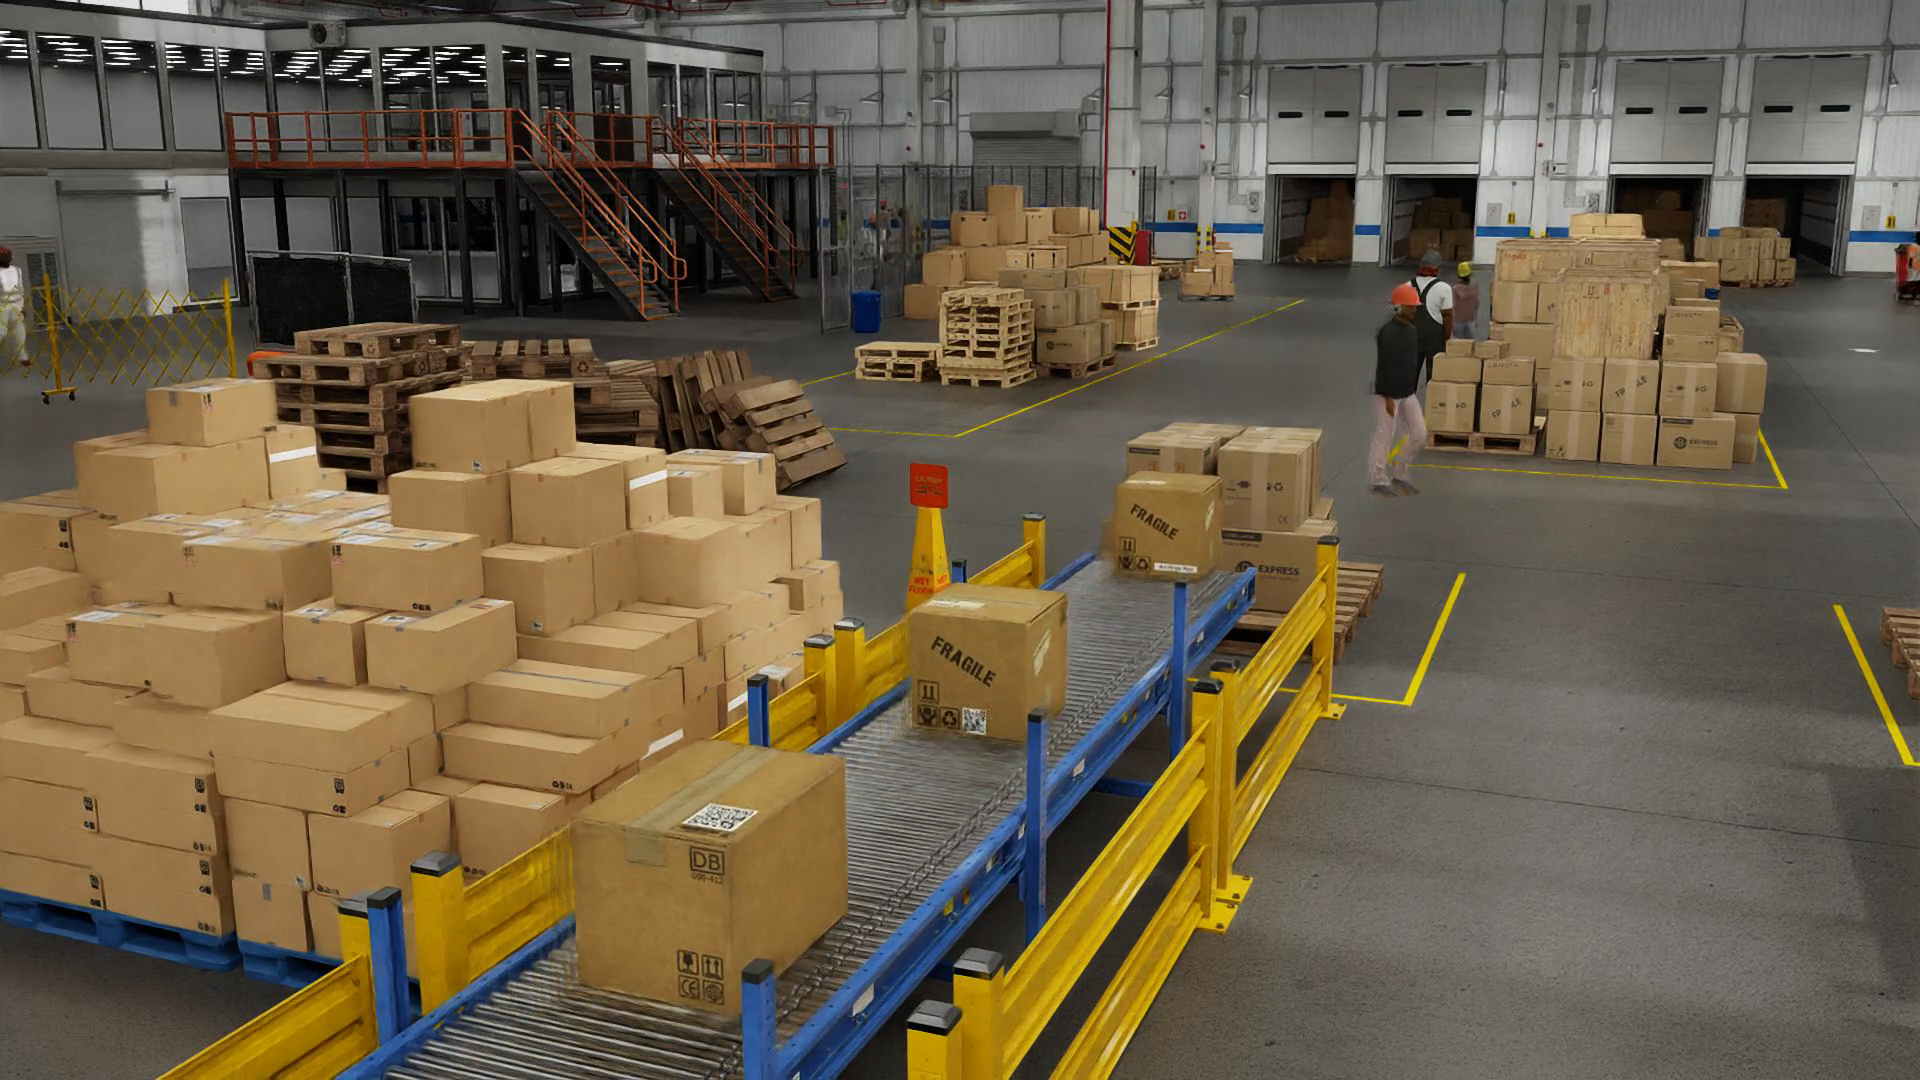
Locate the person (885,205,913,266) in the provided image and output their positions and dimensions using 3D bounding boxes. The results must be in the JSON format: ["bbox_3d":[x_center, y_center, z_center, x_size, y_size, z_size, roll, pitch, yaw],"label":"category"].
[{"bbox_3d":[-1.892,-9.630,52.631,0.958,1.876,0.617,6,14,25],"label":"person"}]

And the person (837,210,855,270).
[{"bbox_3d":[-3.530,-9.103,50.436,0.642,1.816,0.749,-4,13,-16],"label":"person"}]

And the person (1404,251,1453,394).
[{"bbox_3d":[5.749,-2.524,20.405,0.689,2.000,0.539,11,17,41],"label":"person"}]

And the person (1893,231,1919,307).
[{"bbox_3d":[21.168,-6.040,36.962,0.540,1.683,0.478,-7,15,-30],"label":"person"}]

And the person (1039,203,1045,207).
[{"bbox_3d":[2.660,-9.921,53.797,0.615,1.945,0.404,0,13,1],"label":"person"}]

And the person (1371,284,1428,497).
[{"bbox_3d":[4.063,-1.349,15.278,0.635,1.970,0.600,-11,17,-40],"label":"person"}]

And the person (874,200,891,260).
[{"bbox_3d":[-2.579,-10.378,55.740,0.612,1.995,0.376,7,14,28],"label":"person"}]

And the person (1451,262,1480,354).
[{"bbox_3d":[7.216,-3.115,23.767,0.611,1.719,0.409,-6,14,-24],"label":"person"}]

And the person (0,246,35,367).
[{"bbox_3d":[-14.730,-3.589,25.621,0.825,1.860,0.587,6,14,26],"label":"person"}]

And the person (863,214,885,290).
[{"bbox_3d":[-2.150,-7.293,42.141,0.556,1.902,0.946,3,13,14],"label":"person"}]
